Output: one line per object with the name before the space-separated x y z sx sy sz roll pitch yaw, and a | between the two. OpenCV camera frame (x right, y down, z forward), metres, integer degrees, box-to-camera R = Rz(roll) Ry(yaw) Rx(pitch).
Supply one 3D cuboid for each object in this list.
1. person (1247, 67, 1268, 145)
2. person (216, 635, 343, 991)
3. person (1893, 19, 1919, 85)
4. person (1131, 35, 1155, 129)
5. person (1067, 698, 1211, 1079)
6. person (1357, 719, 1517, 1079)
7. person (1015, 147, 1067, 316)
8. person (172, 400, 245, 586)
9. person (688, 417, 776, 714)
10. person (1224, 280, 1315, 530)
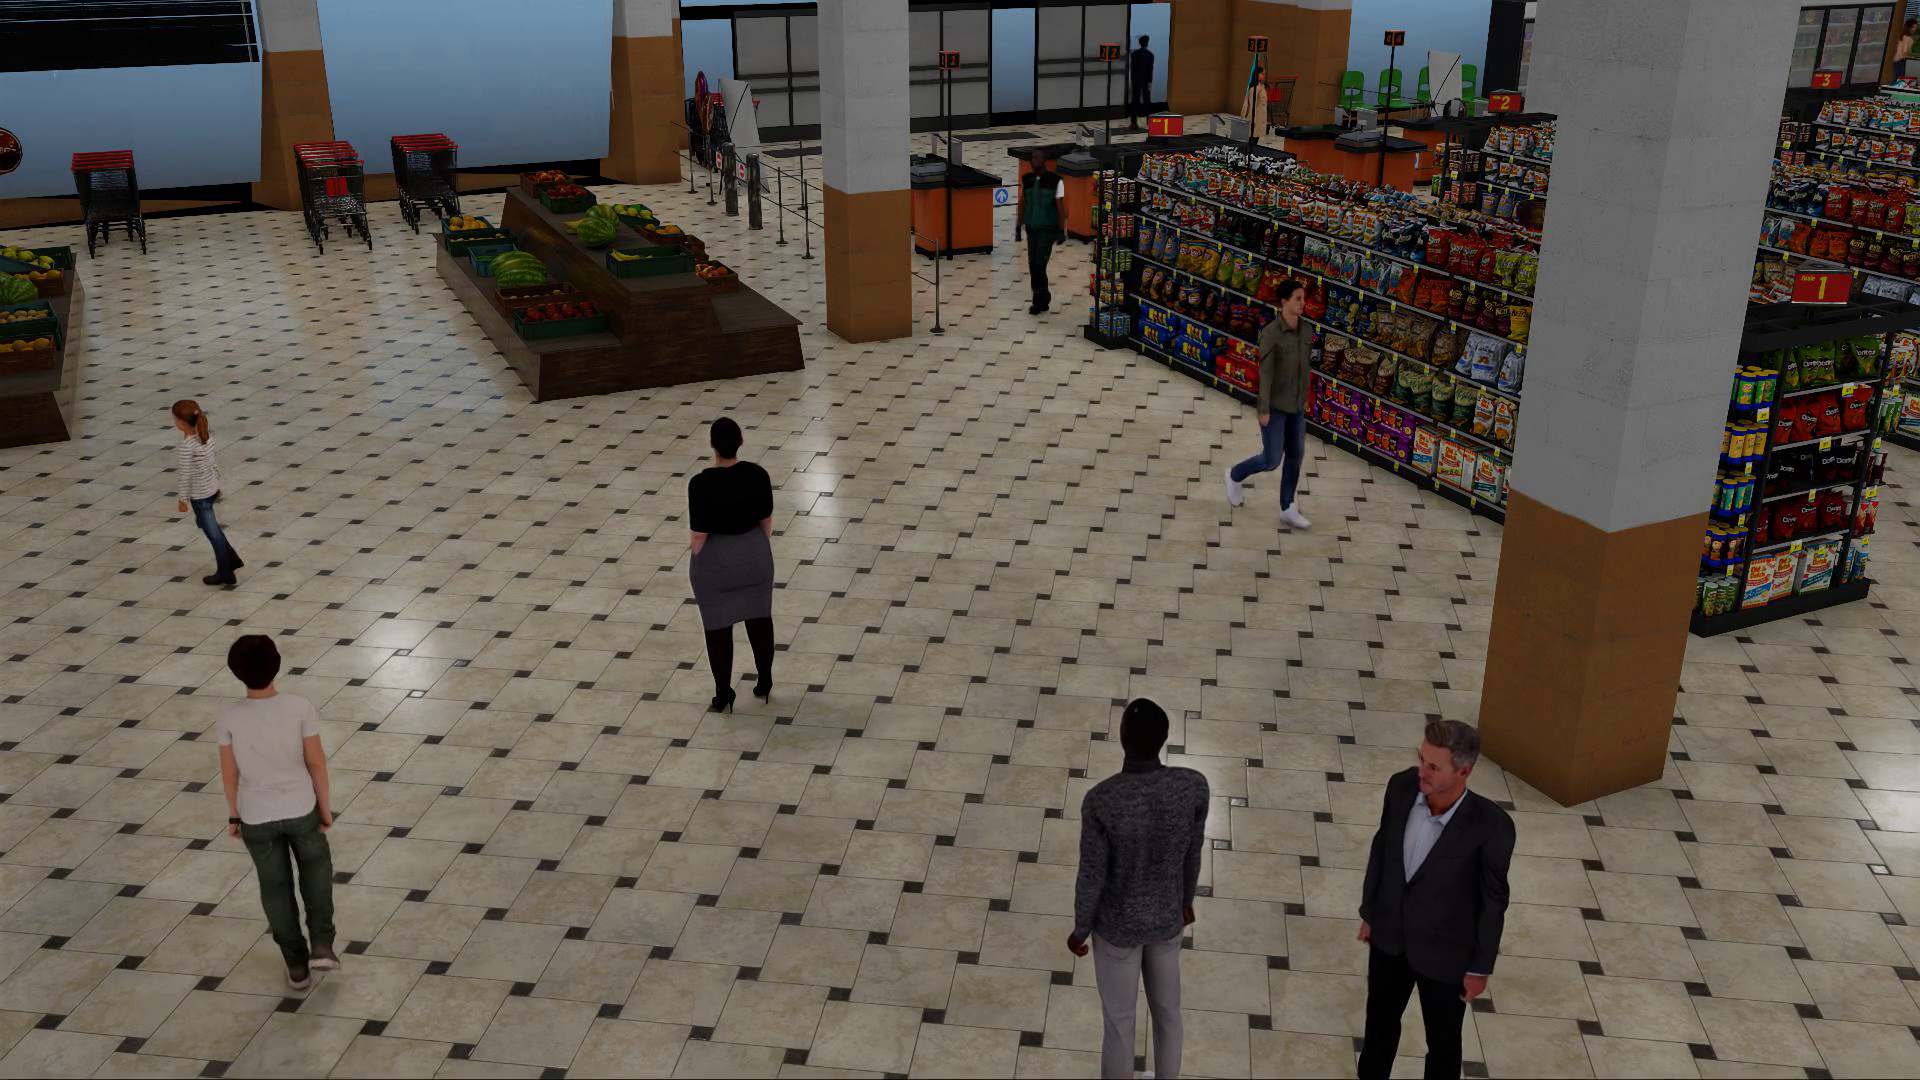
person | 4.759 -6.762 26.810 0.732 1.682 0.706 11 24 25
person | -2.873 1.204 7.039 0.567 1.641 0.680 -10 24 -23
person | 19.677 -9.996 34.763 0.827 1.752 0.794 4 22 10
person | 3.379 -8.611 31.421 1.144 1.674 1.150 10 24 24
person | 0.674 1.426 6.224 0.697 1.838 0.556 -8 23 -19
person | 1.711 1.464 6.133 0.847 1.835 0.662 -19 28 -39
person | 0.934 -3.390 18.228 0.855 1.823 0.924 15 26 33
person | -5.046 -0.306 11.244 0.638 1.308 0.567 1 22 3
person | -1.290 0.146 9.512 0.670 1.760 0.618 -11 25 -26
person | 2.312 -1.017 12.289 0.858 1.849 1.082 -17 28 -37
